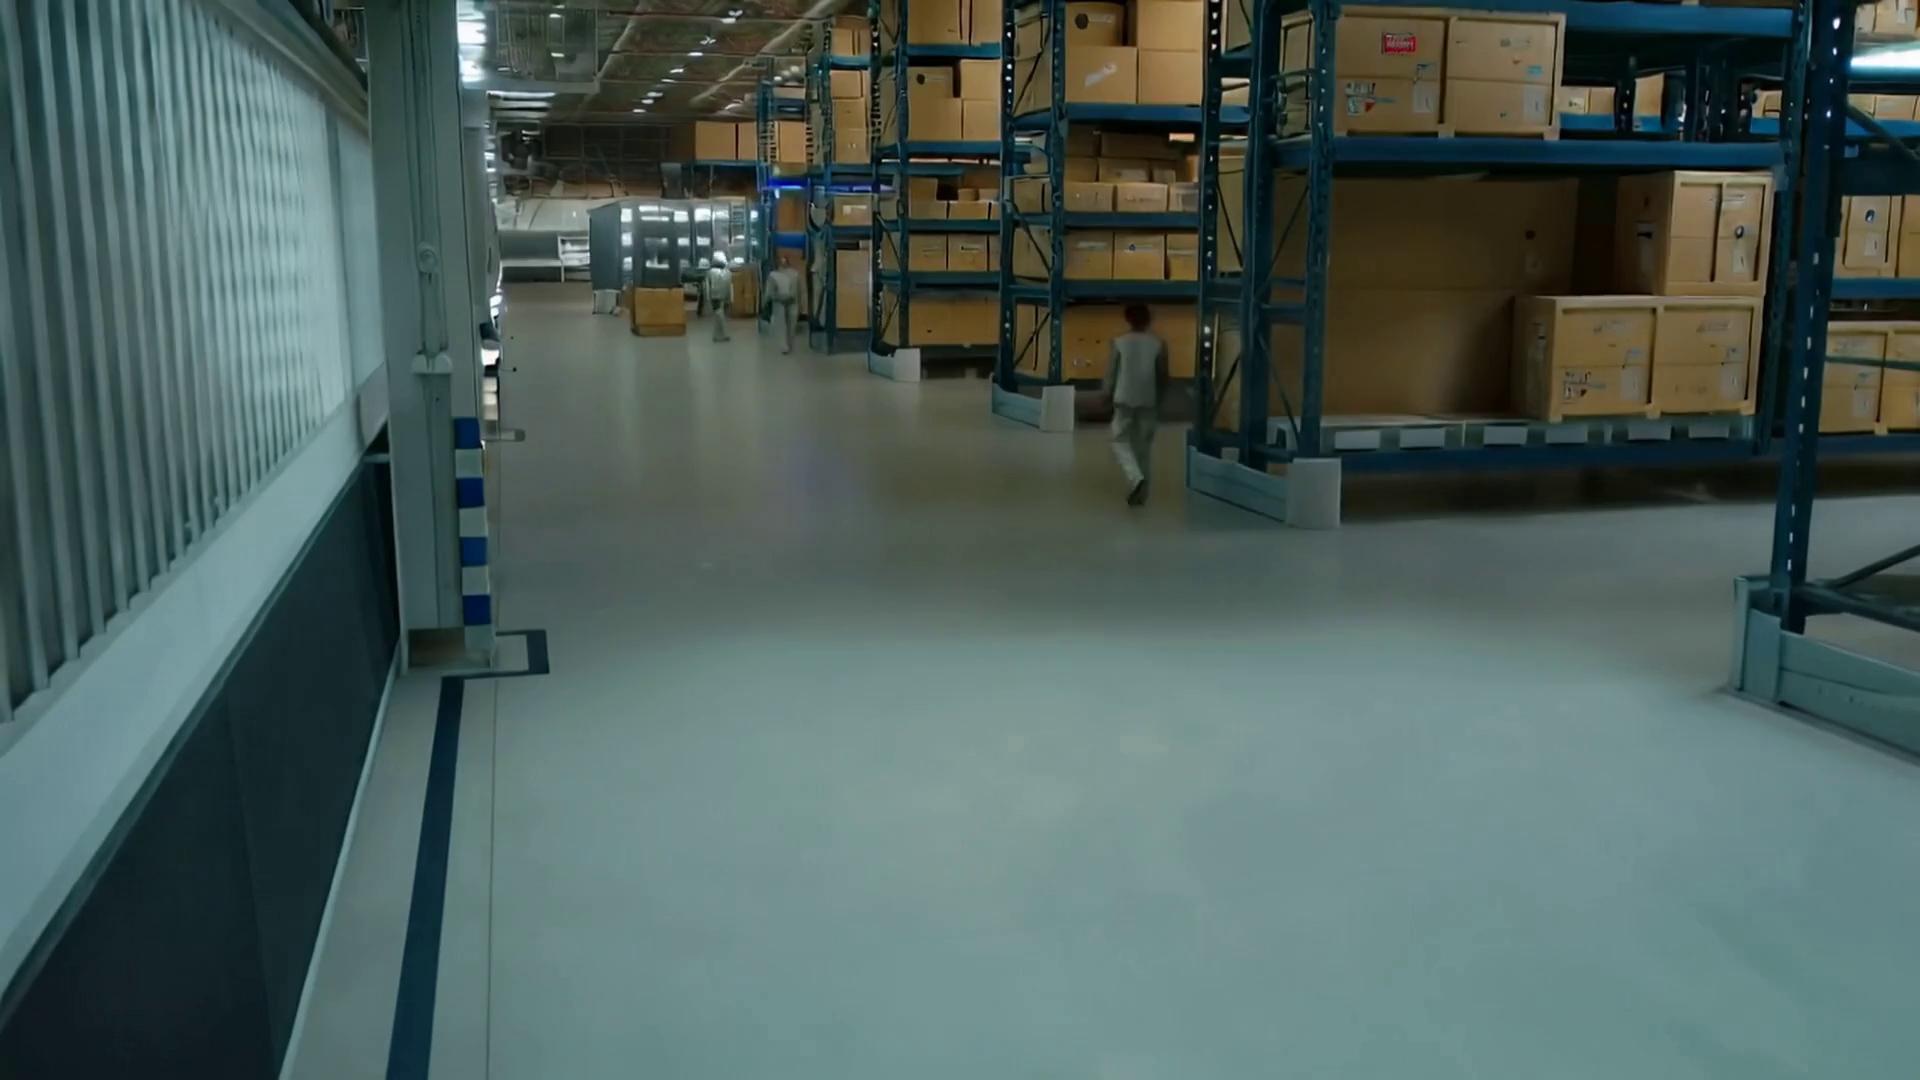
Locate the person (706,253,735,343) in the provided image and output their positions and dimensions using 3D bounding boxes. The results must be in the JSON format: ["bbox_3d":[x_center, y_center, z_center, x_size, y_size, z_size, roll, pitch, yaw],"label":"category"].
[{"bbox_3d":[-5.040,-5.099,35.067,0.567,1.882,0.978,-6,12,-30],"label":"person"}]

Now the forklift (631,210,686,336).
[{"bbox_3d":[-6.900,-6.092,37.867,1.129,2.768,1.873,-3,10,-15],"label":"forklift"}]

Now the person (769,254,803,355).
[{"bbox_3d":[-3.284,-4.443,31.348,0.646,1.891,0.522,-2,10,-13],"label":"person"}]

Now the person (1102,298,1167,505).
[{"bbox_3d":[1.382,-1.055,12.891,0.527,1.625,0.482,-3,10,-16],"label":"person"}]

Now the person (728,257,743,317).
[{"bbox_3d":[-6.478,-7.326,48.126,0.498,1.731,0.378,8,13,37],"label":"person"}]
